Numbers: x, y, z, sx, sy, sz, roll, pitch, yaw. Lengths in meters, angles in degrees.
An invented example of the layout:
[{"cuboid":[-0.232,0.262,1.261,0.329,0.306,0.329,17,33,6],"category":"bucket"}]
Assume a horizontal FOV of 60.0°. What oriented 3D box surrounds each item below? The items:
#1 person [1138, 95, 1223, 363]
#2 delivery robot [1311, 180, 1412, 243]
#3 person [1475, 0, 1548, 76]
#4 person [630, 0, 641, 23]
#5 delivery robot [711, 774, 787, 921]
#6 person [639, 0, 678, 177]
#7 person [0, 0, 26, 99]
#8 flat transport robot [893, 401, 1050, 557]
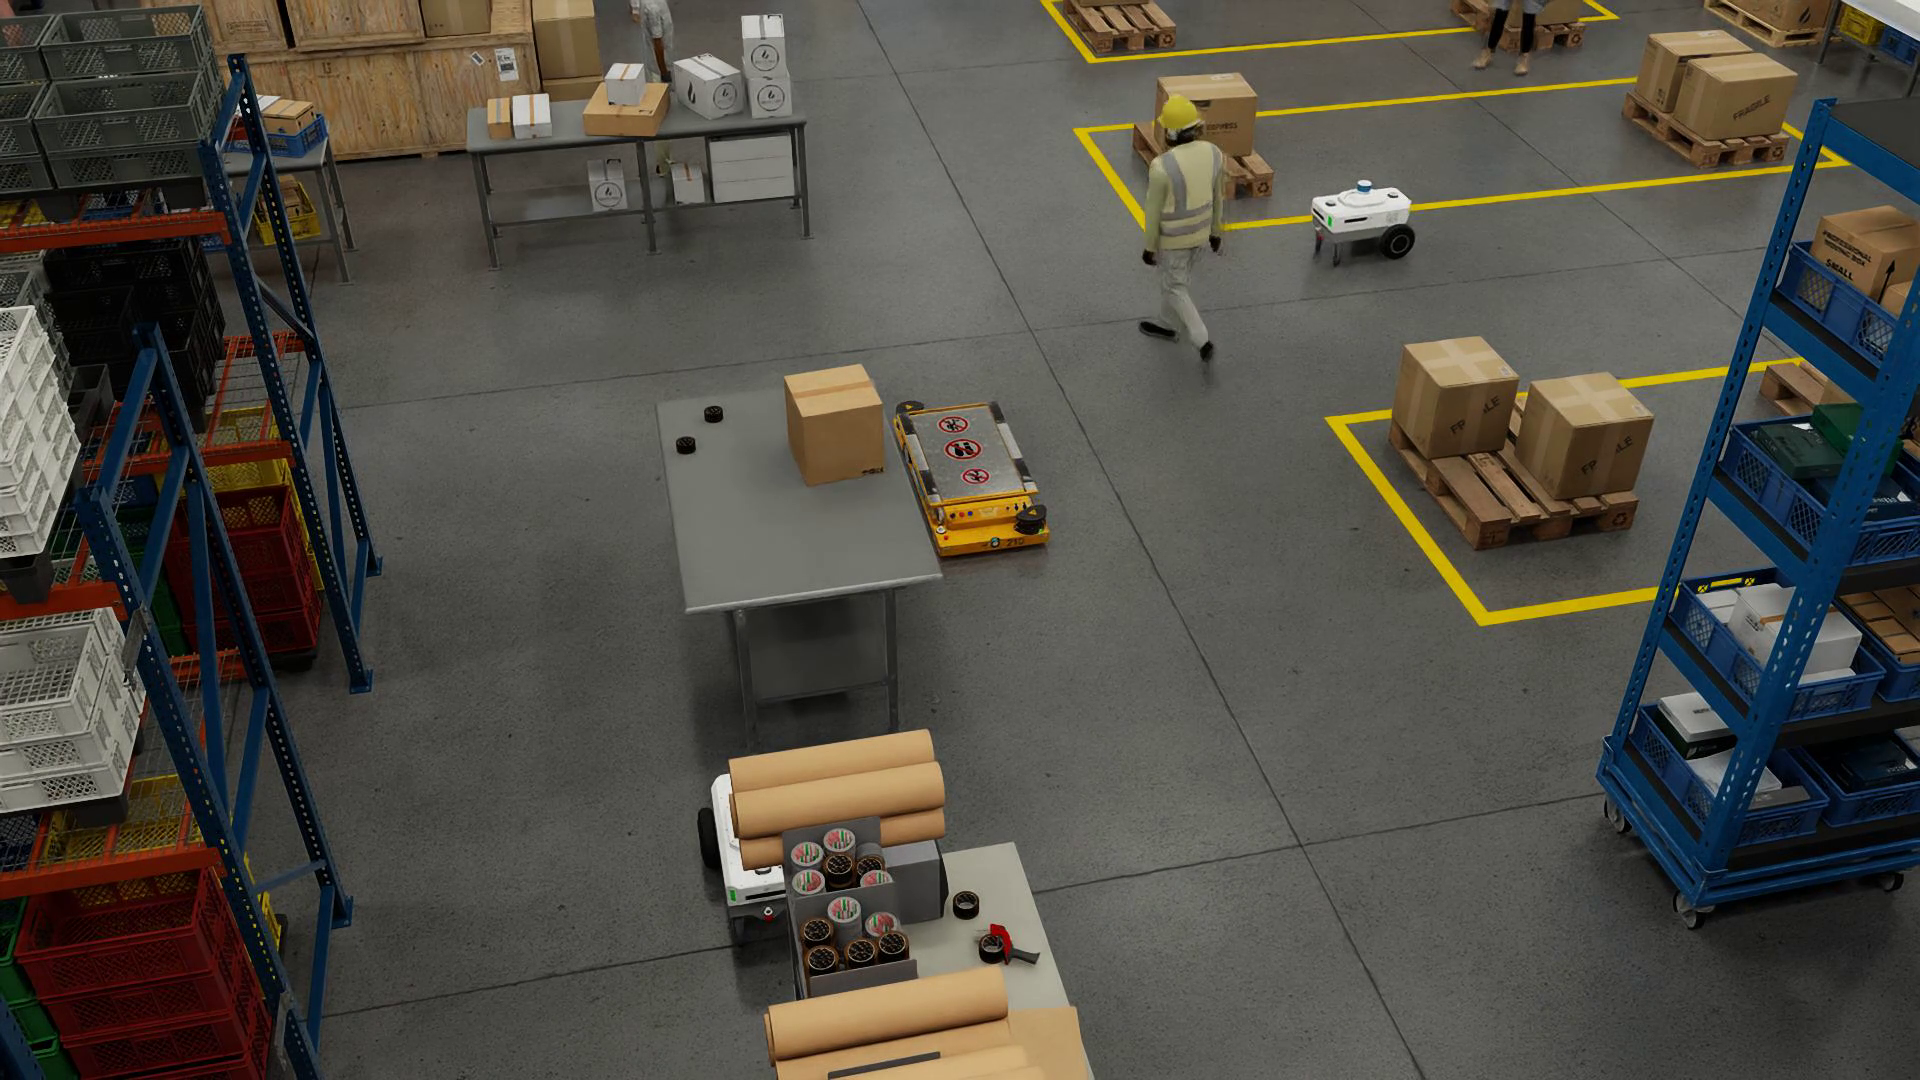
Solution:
[{"cuboid":[1.524,-2.009,10.965,0.601,1.802,0.751,-28,45,-33],"category":"person"},{"cuboid":[3.016,-2.471,12.540,0.707,0.478,0.477,-10,38,-13],"category":"delivery robot"},{"cuboid":[5.146,-5.112,15.219,0.541,1.691,0.319,20,41,25],"category":"person"},{"cuboid":[-3.195,-6.066,16.377,0.429,1.842,0.630,-7,37,-10],"category":"person"},{"cuboid":[-0.905,1.343,7.414,0.477,0.478,0.707,-8,37,-10],"category":"delivery robot"},{"cuboid":[-2.354,-3.743,13.232,0.315,1.869,0.526,-7,37,-10],"category":"person"},{"cuboid":[-7.657,-3.838,13.329,0.401,1.907,0.648,-7,37,-10],"category":"person"},{"cuboid":[0.046,-0.430,10.108,0.652,0.197,1.431,-8,37,-10],"category":"flat transport robot"}]
